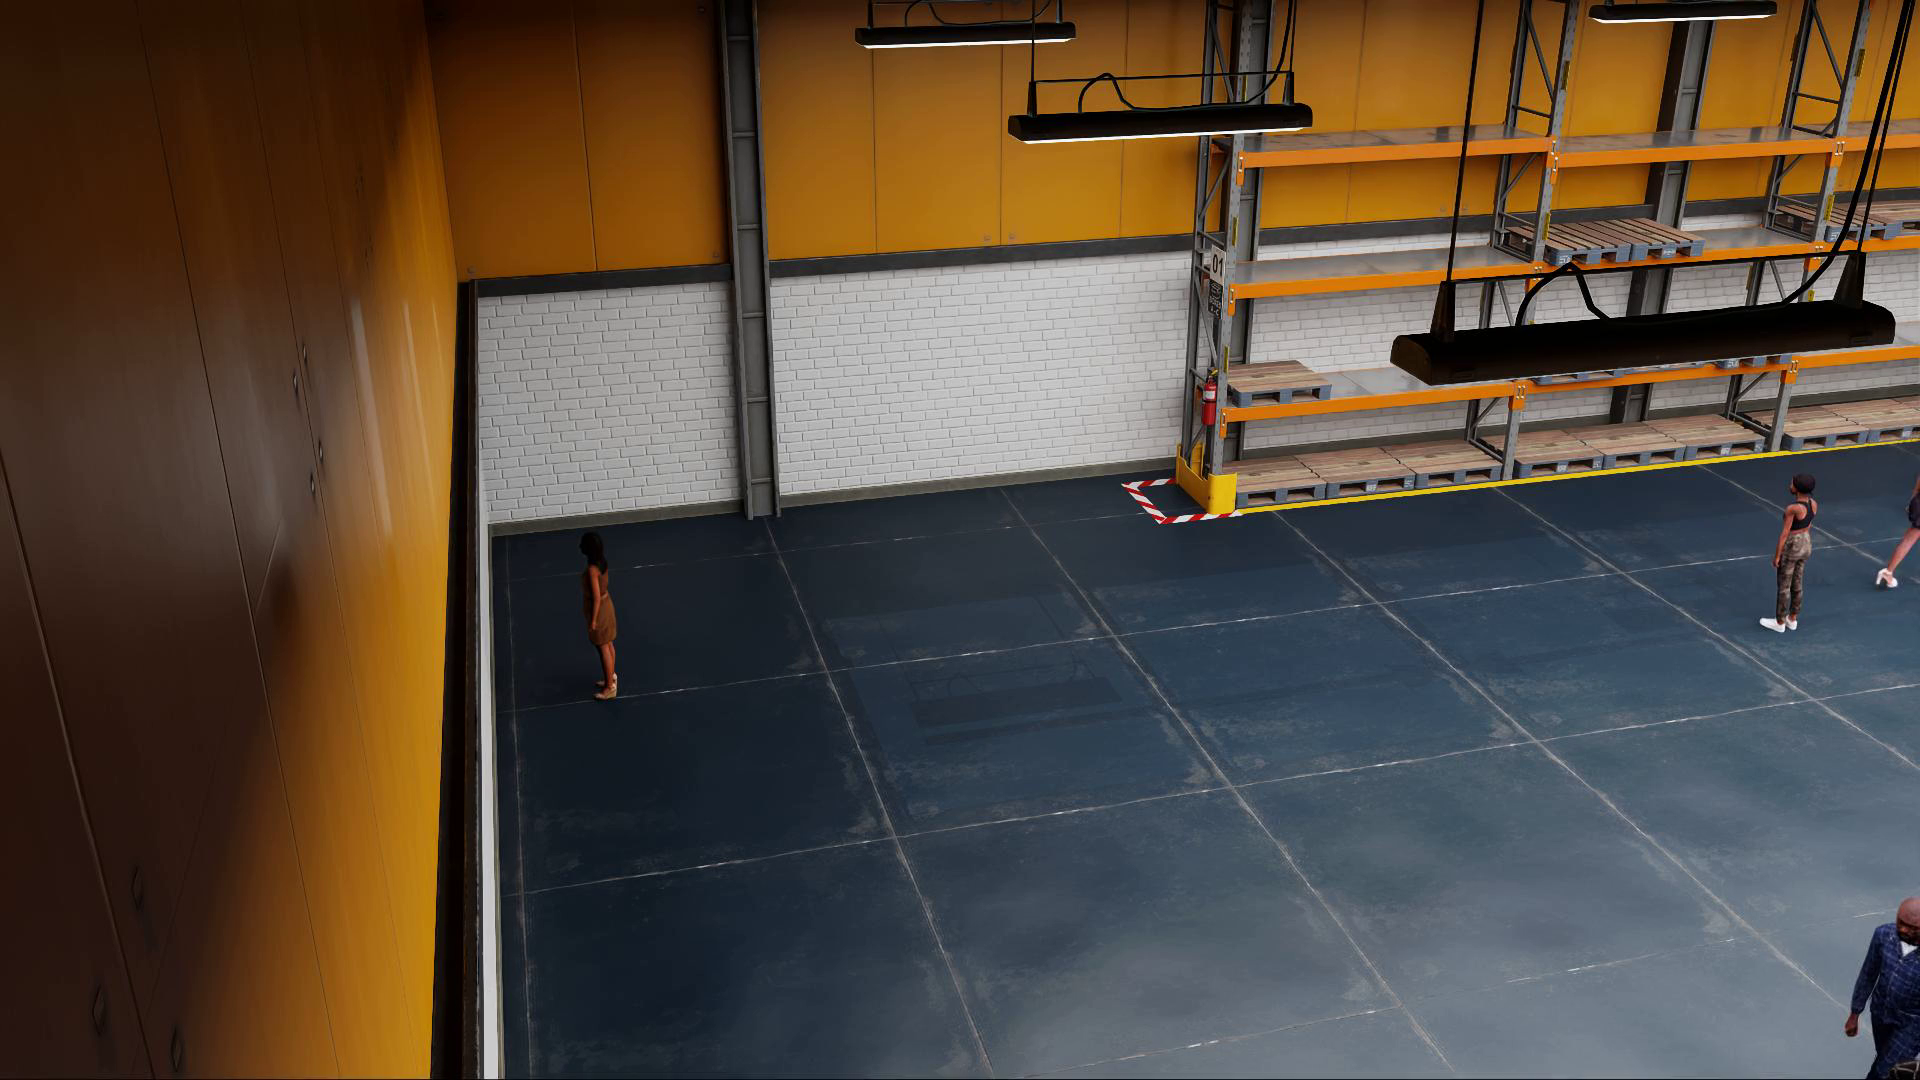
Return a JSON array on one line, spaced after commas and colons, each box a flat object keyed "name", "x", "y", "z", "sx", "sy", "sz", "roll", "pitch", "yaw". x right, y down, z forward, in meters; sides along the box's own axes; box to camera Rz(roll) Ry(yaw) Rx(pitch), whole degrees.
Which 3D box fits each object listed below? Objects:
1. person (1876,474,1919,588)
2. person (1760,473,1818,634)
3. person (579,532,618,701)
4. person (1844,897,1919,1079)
[{"name": "person", "x": 10.233, "y": -0.276, "z": 17.810, "sx": 1.130, "sy": 1.744, "sz": 0.749, "roll": -1, "pitch": 24, "yaw": -2}, {"name": "person", "x": 8.504, "y": 0.123, "z": 16.960, "sx": 0.535, "sy": 1.695, "sz": 0.659, "roll": -11, "pitch": 26, "yaw": -24}, {"name": "person", "x": -3.395, "y": 0.698, "z": 15.651, "sx": 0.561, "sy": 1.690, "sz": 0.601, "roll": -2, "pitch": 24, "yaw": -4}, {"name": "person", "x": 5.926, "y": 2.954, "z": 10.383, "sx": 1.049, "sy": 1.774, "sz": 0.801, "roll": -12, "pitch": 26, "yaw": -26}]
